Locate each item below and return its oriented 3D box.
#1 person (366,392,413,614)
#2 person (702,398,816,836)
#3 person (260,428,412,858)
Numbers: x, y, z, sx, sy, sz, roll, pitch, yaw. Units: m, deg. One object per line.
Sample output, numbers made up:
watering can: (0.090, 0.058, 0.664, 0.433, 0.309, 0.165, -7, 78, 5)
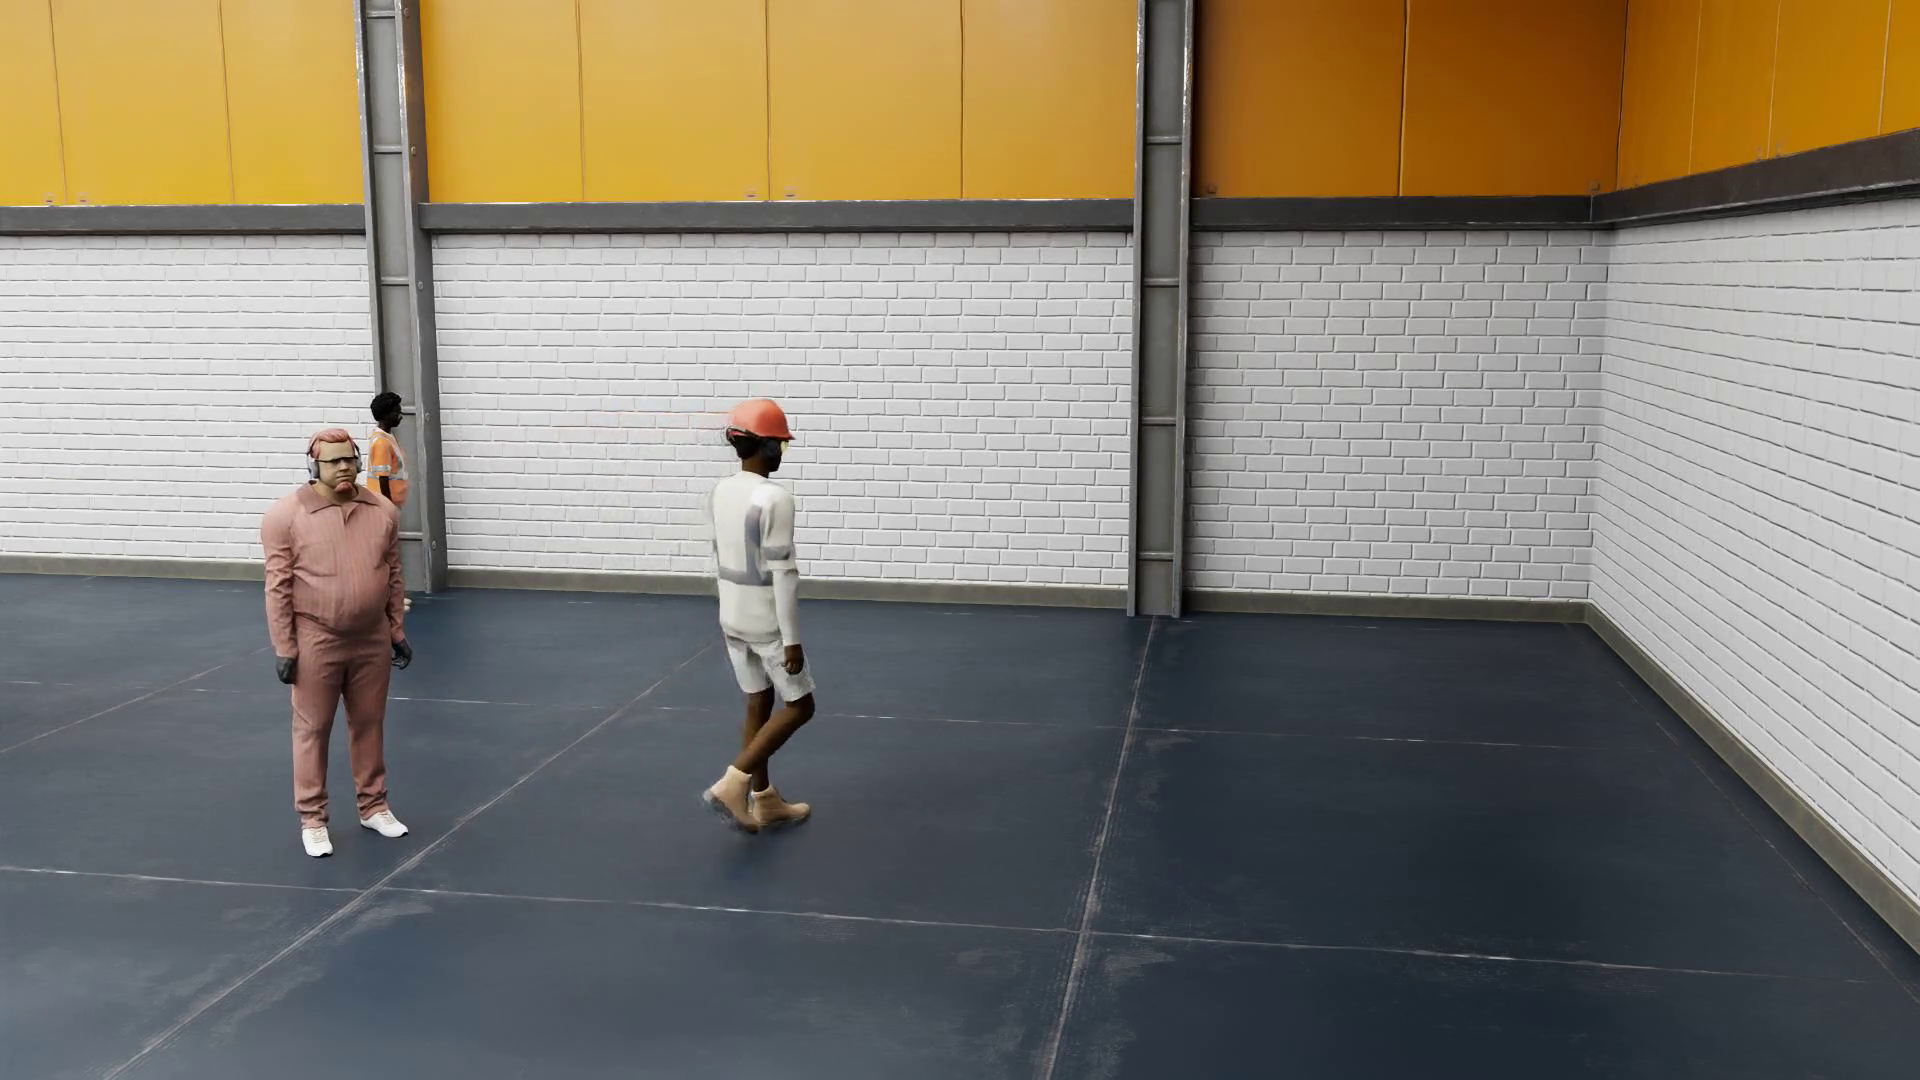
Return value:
person: (-4.354, -0.281, 12.665, 0.318, 1.691, 0.534, -3, 10, -17)
person: (-0.928, 0.371, 7.572, 0.533, 2.030, 0.640, -8, 12, -39)
person: (-2.779, 0.447, 7.499, 0.406, 1.911, 0.636, 9, 13, 44)
